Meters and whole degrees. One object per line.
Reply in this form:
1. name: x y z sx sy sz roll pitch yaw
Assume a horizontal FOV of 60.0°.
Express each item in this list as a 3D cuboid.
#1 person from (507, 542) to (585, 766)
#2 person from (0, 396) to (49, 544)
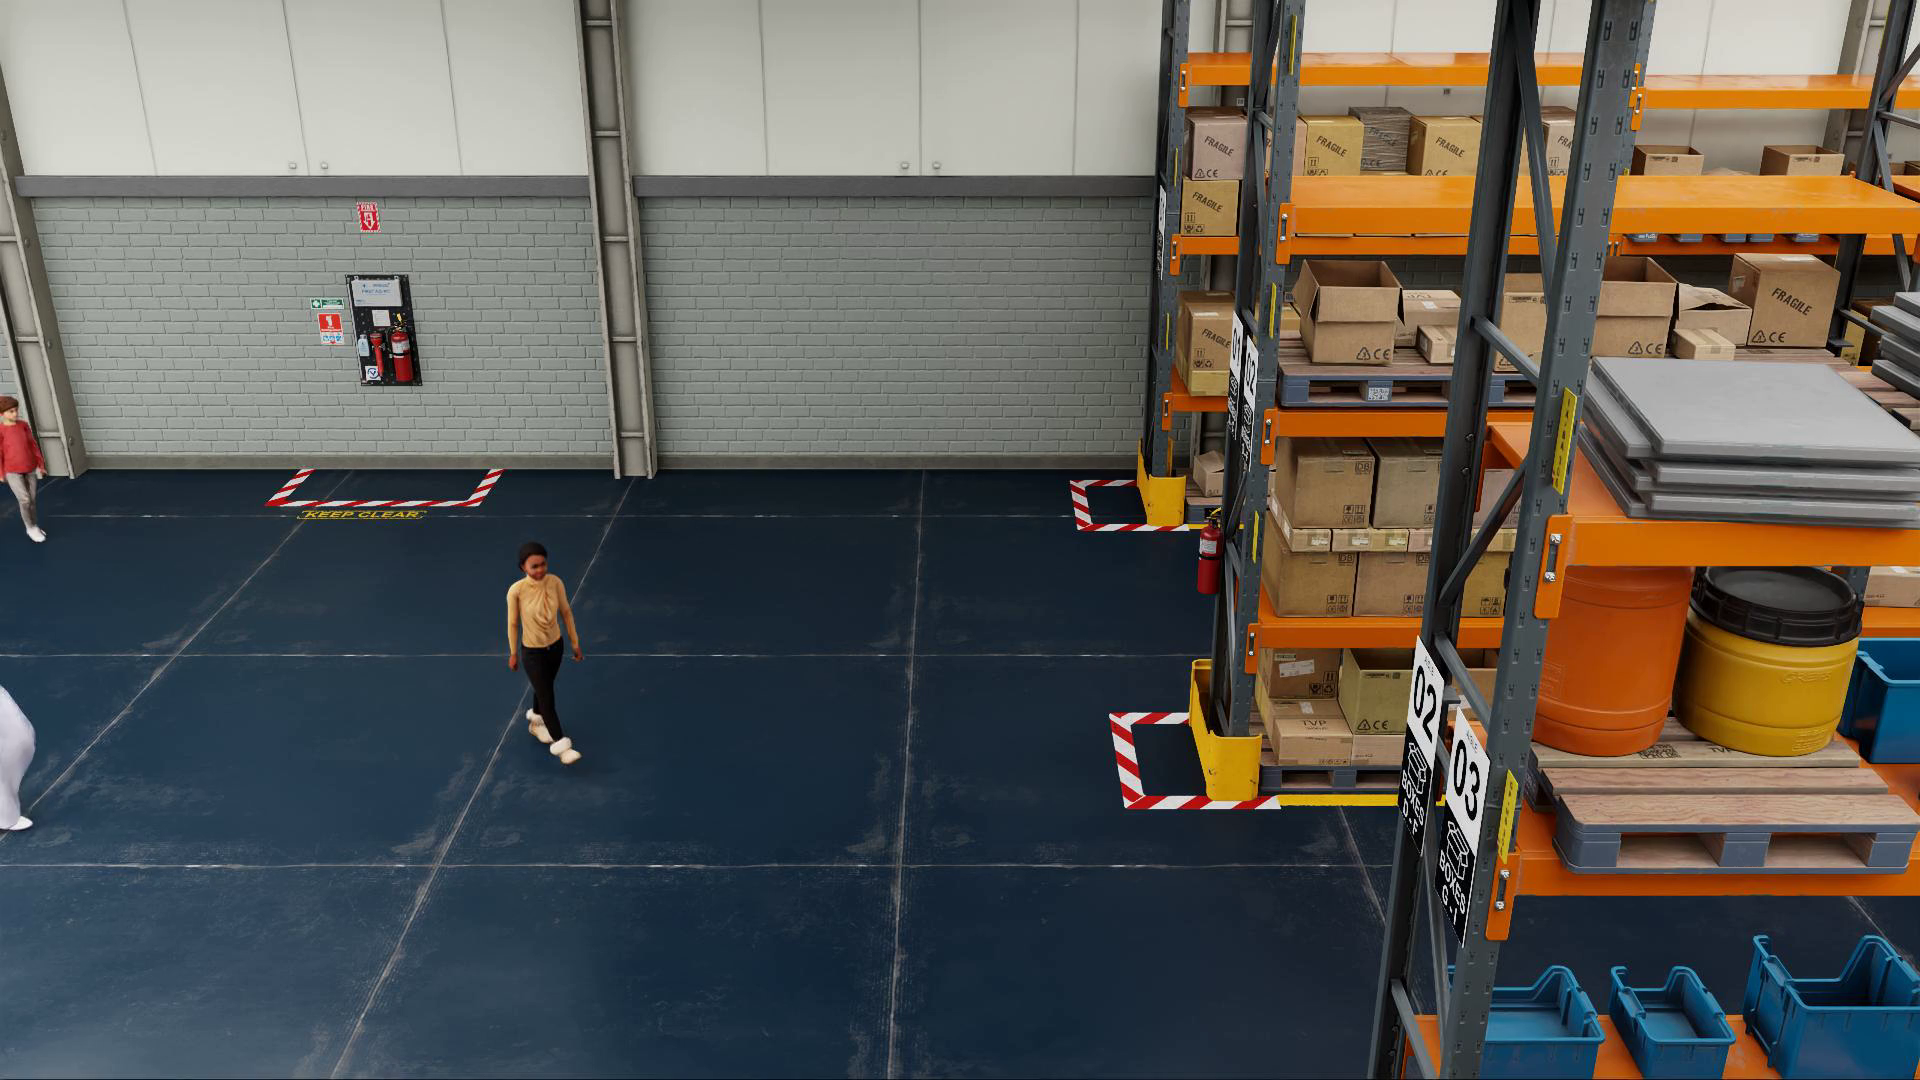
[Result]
1. person: -3.023 0.761 11.878 1.082 1.626 1.110 -19 30 -37
2. person: -8.834 -0.679 15.544 0.747 1.406 0.678 12 26 26
